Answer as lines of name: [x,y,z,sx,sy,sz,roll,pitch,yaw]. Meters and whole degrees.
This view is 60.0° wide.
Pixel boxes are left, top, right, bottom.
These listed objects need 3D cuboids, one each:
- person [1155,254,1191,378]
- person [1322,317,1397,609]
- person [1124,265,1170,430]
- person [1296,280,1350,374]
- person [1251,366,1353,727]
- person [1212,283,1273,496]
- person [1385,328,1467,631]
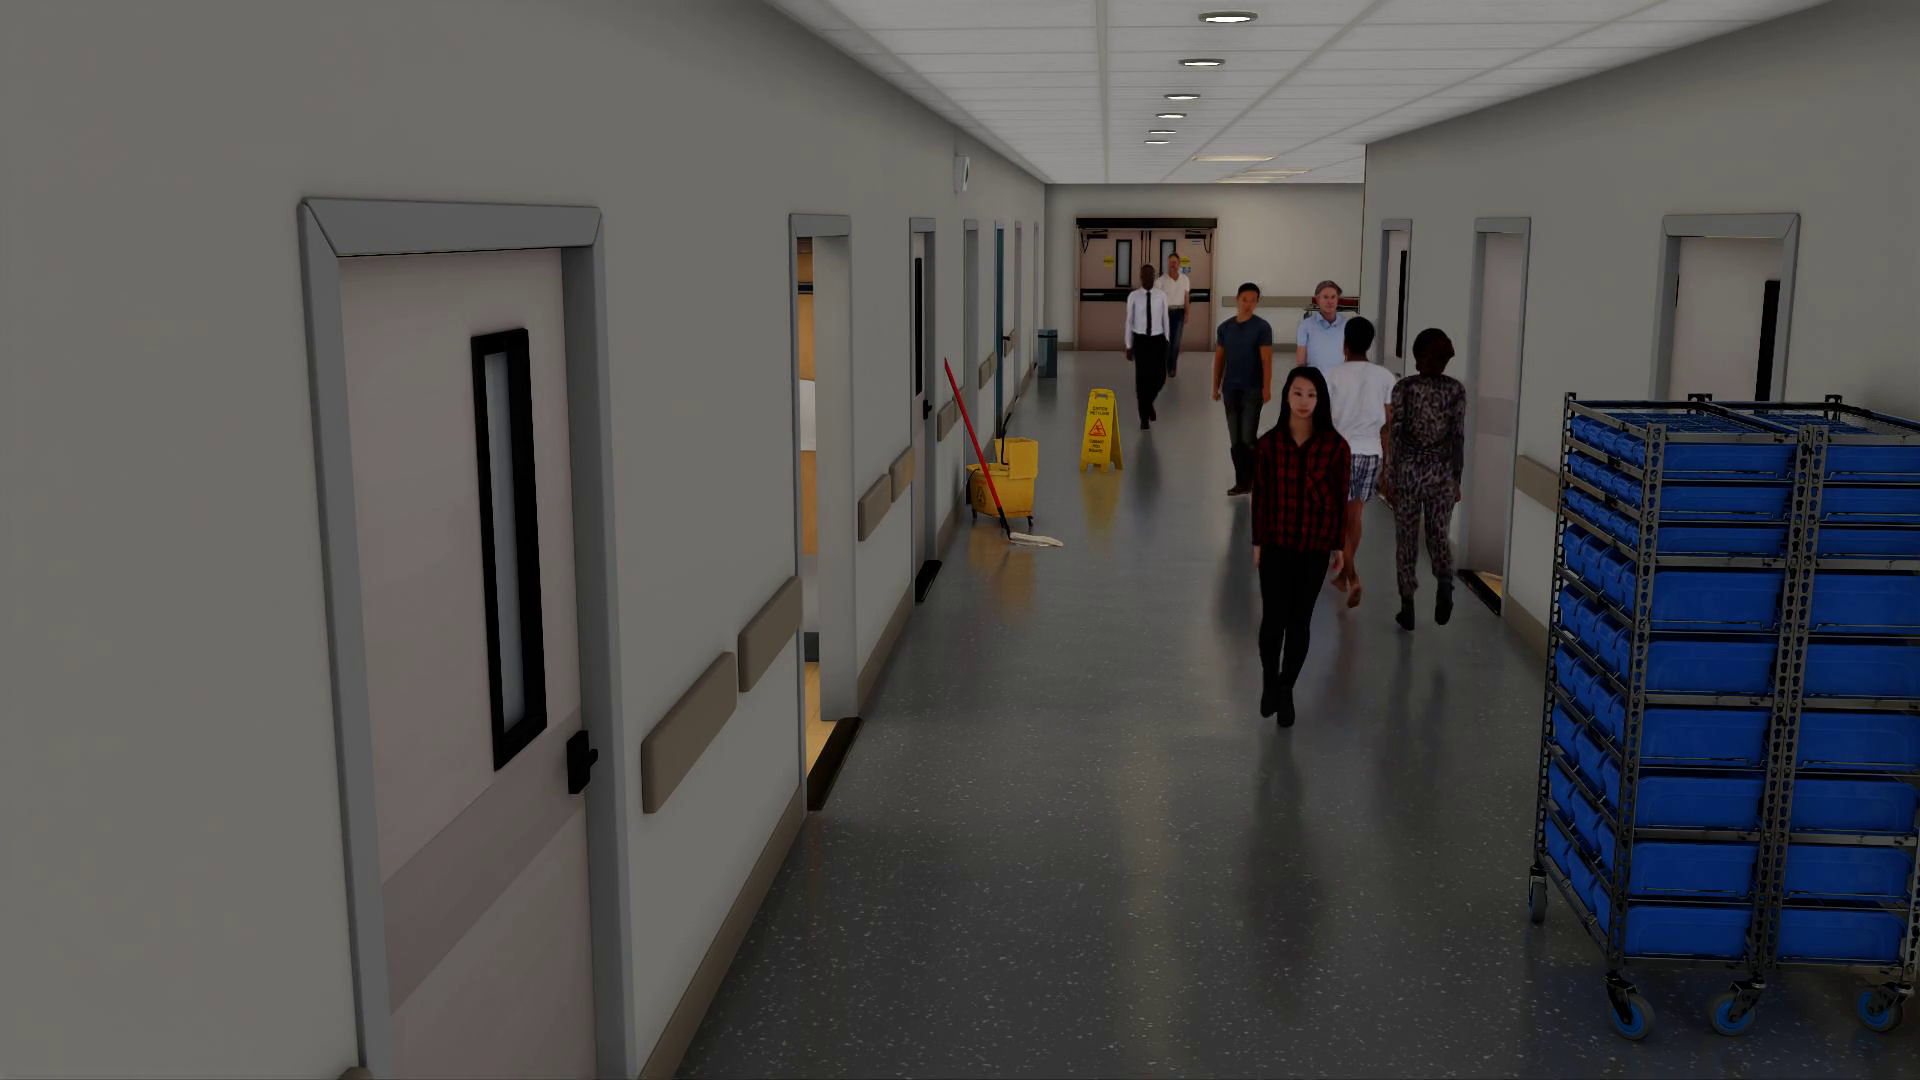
person: [3.157,-3.314,24.792,0.726,1.799,1.258,2,11,8]
person: [2.342,-0.435,9.898,0.745,1.696,1.114,-1,11,-3]
person: [2.102,-2.159,18.651,0.680,1.818,0.785,0,11,1]
person: [2.952,-1.194,13.533,0.678,1.831,0.614,-1,11,-4]
person: [1.536,0.026,7.610,0.582,1.642,0.543,2,11,8]
person: [2.427,-1.264,14.020,0.795,1.788,0.823,8,13,35]
person: [2.577,-0.299,9.173,0.587,1.699,0.887,0,11,2]
